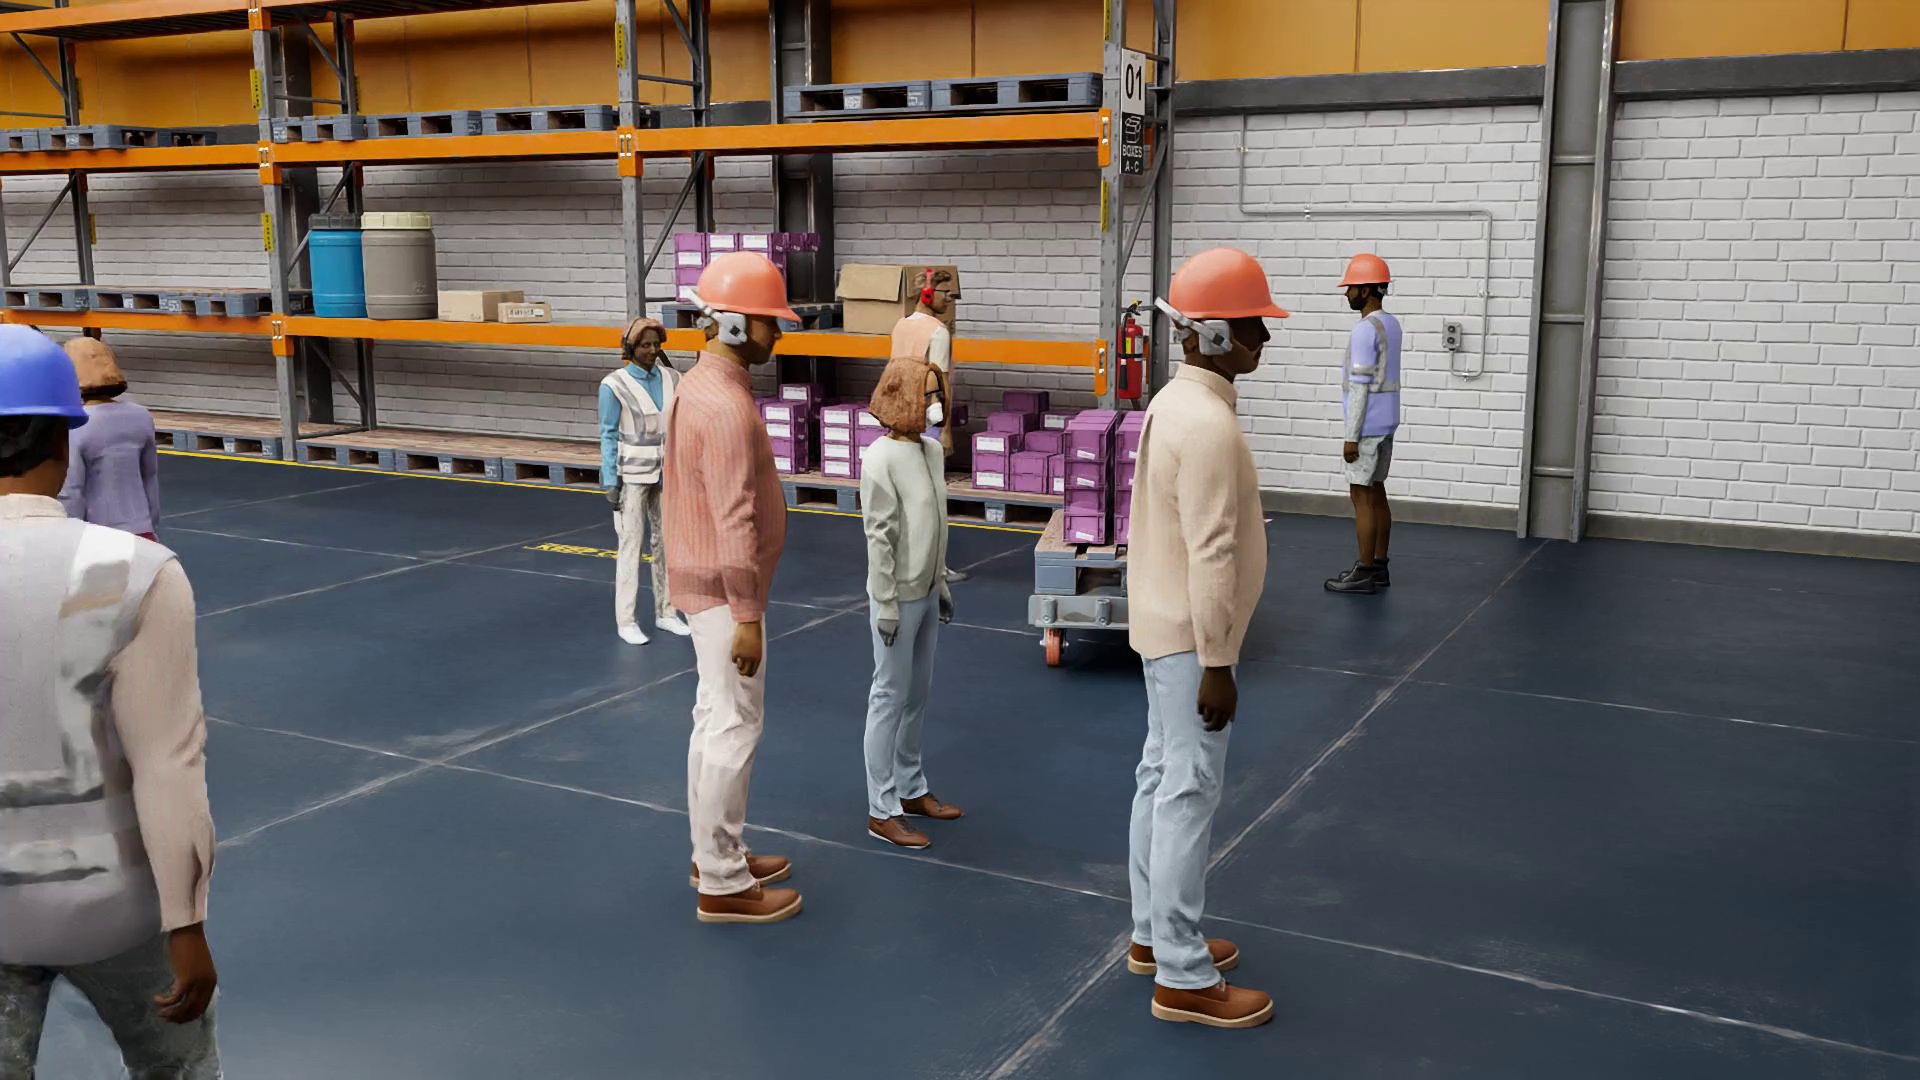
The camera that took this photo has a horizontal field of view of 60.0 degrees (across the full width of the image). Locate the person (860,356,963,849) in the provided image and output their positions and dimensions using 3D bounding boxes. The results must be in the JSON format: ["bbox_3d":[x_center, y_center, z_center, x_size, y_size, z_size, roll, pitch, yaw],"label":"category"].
[{"bbox_3d":[-0.165,0.199,5.601,0.285,1.633,0.500,4,11,22],"label":"person"}]

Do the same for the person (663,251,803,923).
[{"bbox_3d":[-0.666,0.149,4.924,0.403,1.982,0.628,-3,11,-16],"label":"person"}]

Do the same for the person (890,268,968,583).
[{"bbox_3d":[-0.228,-0.667,9.772,0.392,1.842,0.564,-6,12,-30],"label":"person"}]

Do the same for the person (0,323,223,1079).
[{"bbox_3d":[-1.552,0.589,2.795,0.628,1.888,1.003,0,10,-1],"label":"person"}]

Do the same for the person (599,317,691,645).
[{"bbox_3d":[-1.576,-0.298,8.337,0.314,1.631,0.531,9,13,40],"label":"person"}]

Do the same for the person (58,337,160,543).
[{"bbox_3d":[-3.385,0.014,6.616,0.285,1.631,0.502,3,11,18],"label":"person"}]

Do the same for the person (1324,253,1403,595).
[{"bbox_3d":[2.300,-0.653,9.474,0.383,1.931,0.544,6,12,32],"label":"person"}]

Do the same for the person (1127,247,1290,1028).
[{"bbox_3d":[0.631,0.246,4.346,0.393,1.995,0.612,0,10,-2],"label":"person"}]
